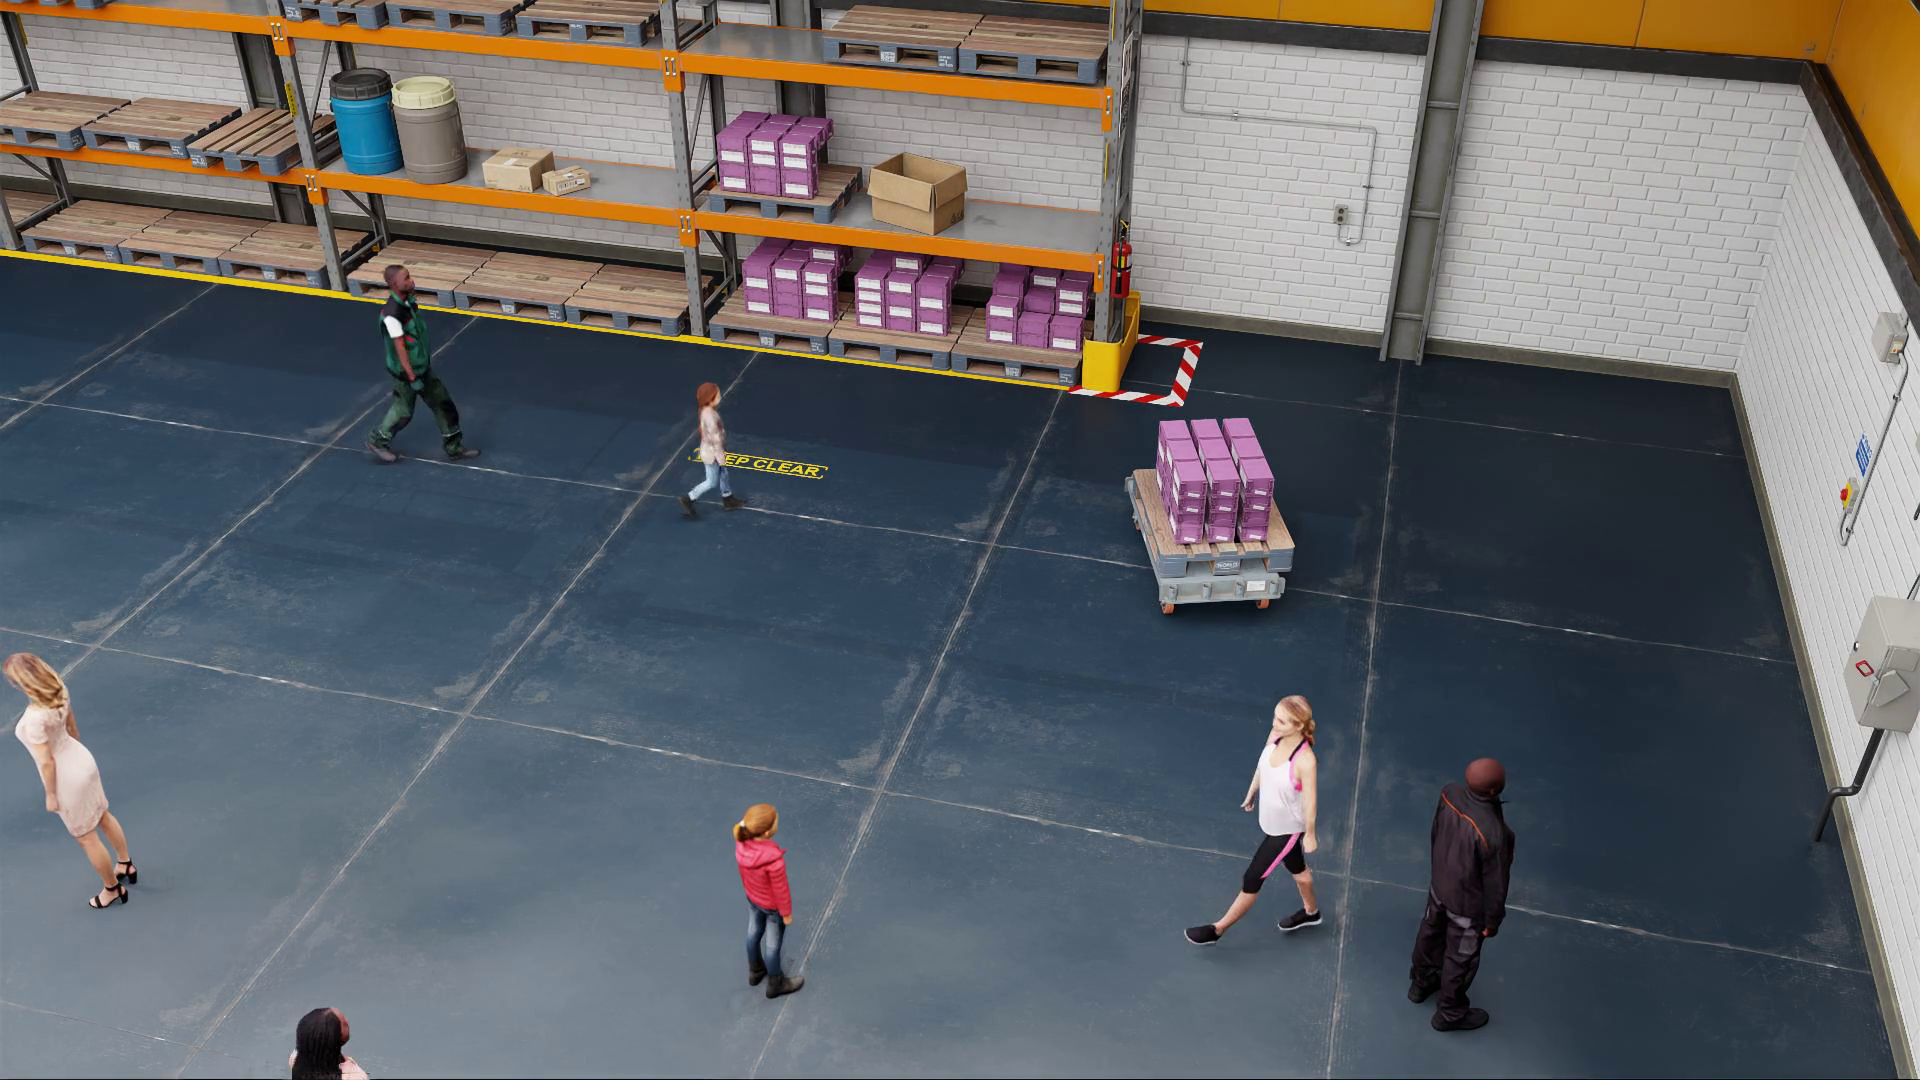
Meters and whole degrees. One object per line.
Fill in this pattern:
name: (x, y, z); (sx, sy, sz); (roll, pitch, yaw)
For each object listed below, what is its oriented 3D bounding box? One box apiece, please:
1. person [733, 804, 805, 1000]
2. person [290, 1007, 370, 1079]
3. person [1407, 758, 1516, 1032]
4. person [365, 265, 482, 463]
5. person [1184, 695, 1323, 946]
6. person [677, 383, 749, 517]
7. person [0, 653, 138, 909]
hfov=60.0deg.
person: (-1.078, 1.977, 9.156); (0.651, 1.315, 0.555); (-28, 43, -35)
person: (-2.825, 2.805, 7.553); (0.691, 1.711, 0.795); (22, 39, 29)
person: (2.674, 1.863, 8.866); (0.831, 1.826, 0.795); (-14, 36, -20)
person: (-4.643, -1.405, 13.804); (1.241, 1.803, 0.840); (2, 34, 3)
person: (1.905, 1.580, 9.365); (1.210, 1.746, 0.993); (-8, 34, -12)
person: (-2.018, -0.703, 13.309); (0.856, 1.182, 0.683); (-6, 34, -10)
person: (-5.112, 1.380, 9.590); (0.584, 1.829, 0.622); (0, 34, 0)
